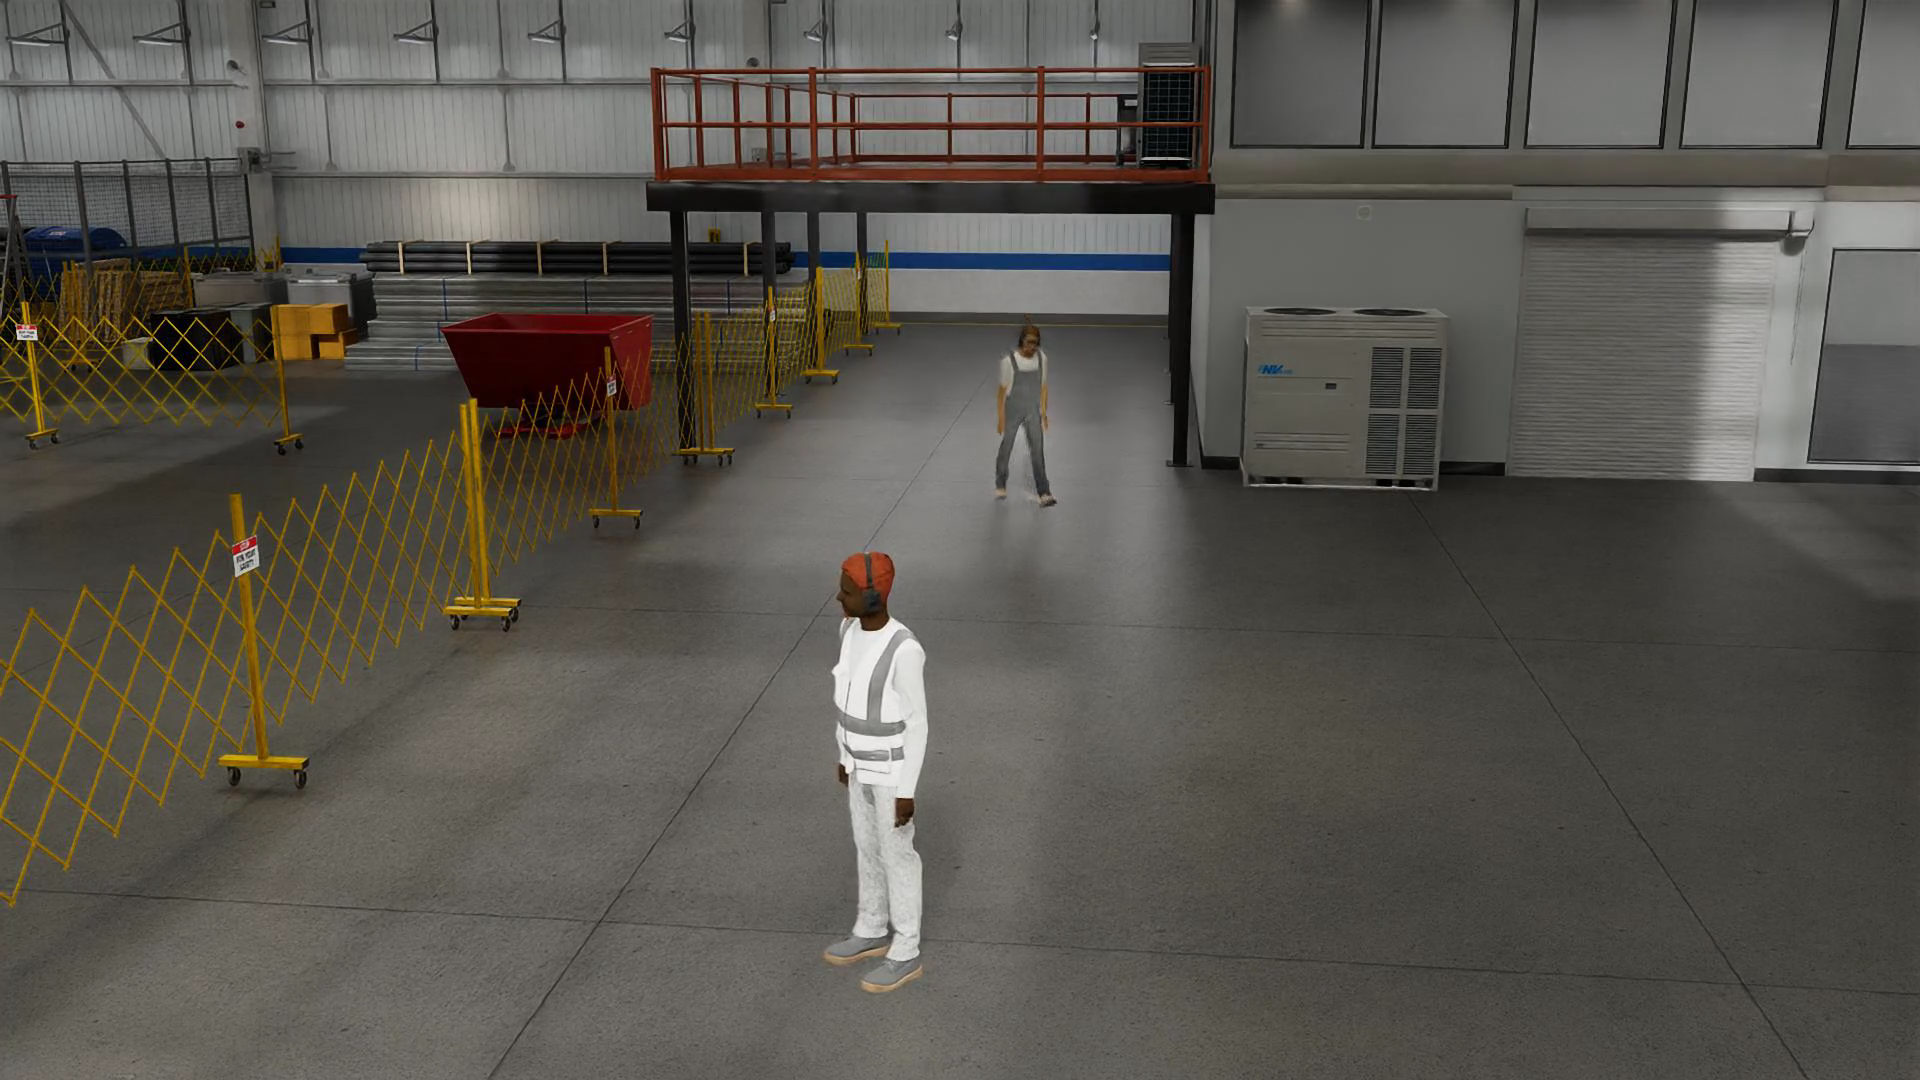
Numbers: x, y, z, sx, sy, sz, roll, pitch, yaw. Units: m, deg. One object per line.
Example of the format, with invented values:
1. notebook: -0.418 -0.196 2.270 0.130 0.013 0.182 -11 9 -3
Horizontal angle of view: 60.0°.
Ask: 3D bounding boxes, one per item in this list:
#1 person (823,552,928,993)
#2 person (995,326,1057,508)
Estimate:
1. person: -0.344 0.958 6.957 0.357 1.881 0.574 -9 16 -31
2. person: 0.620 -1.190 16.017 0.519 1.744 1.079 -5 15 -19
